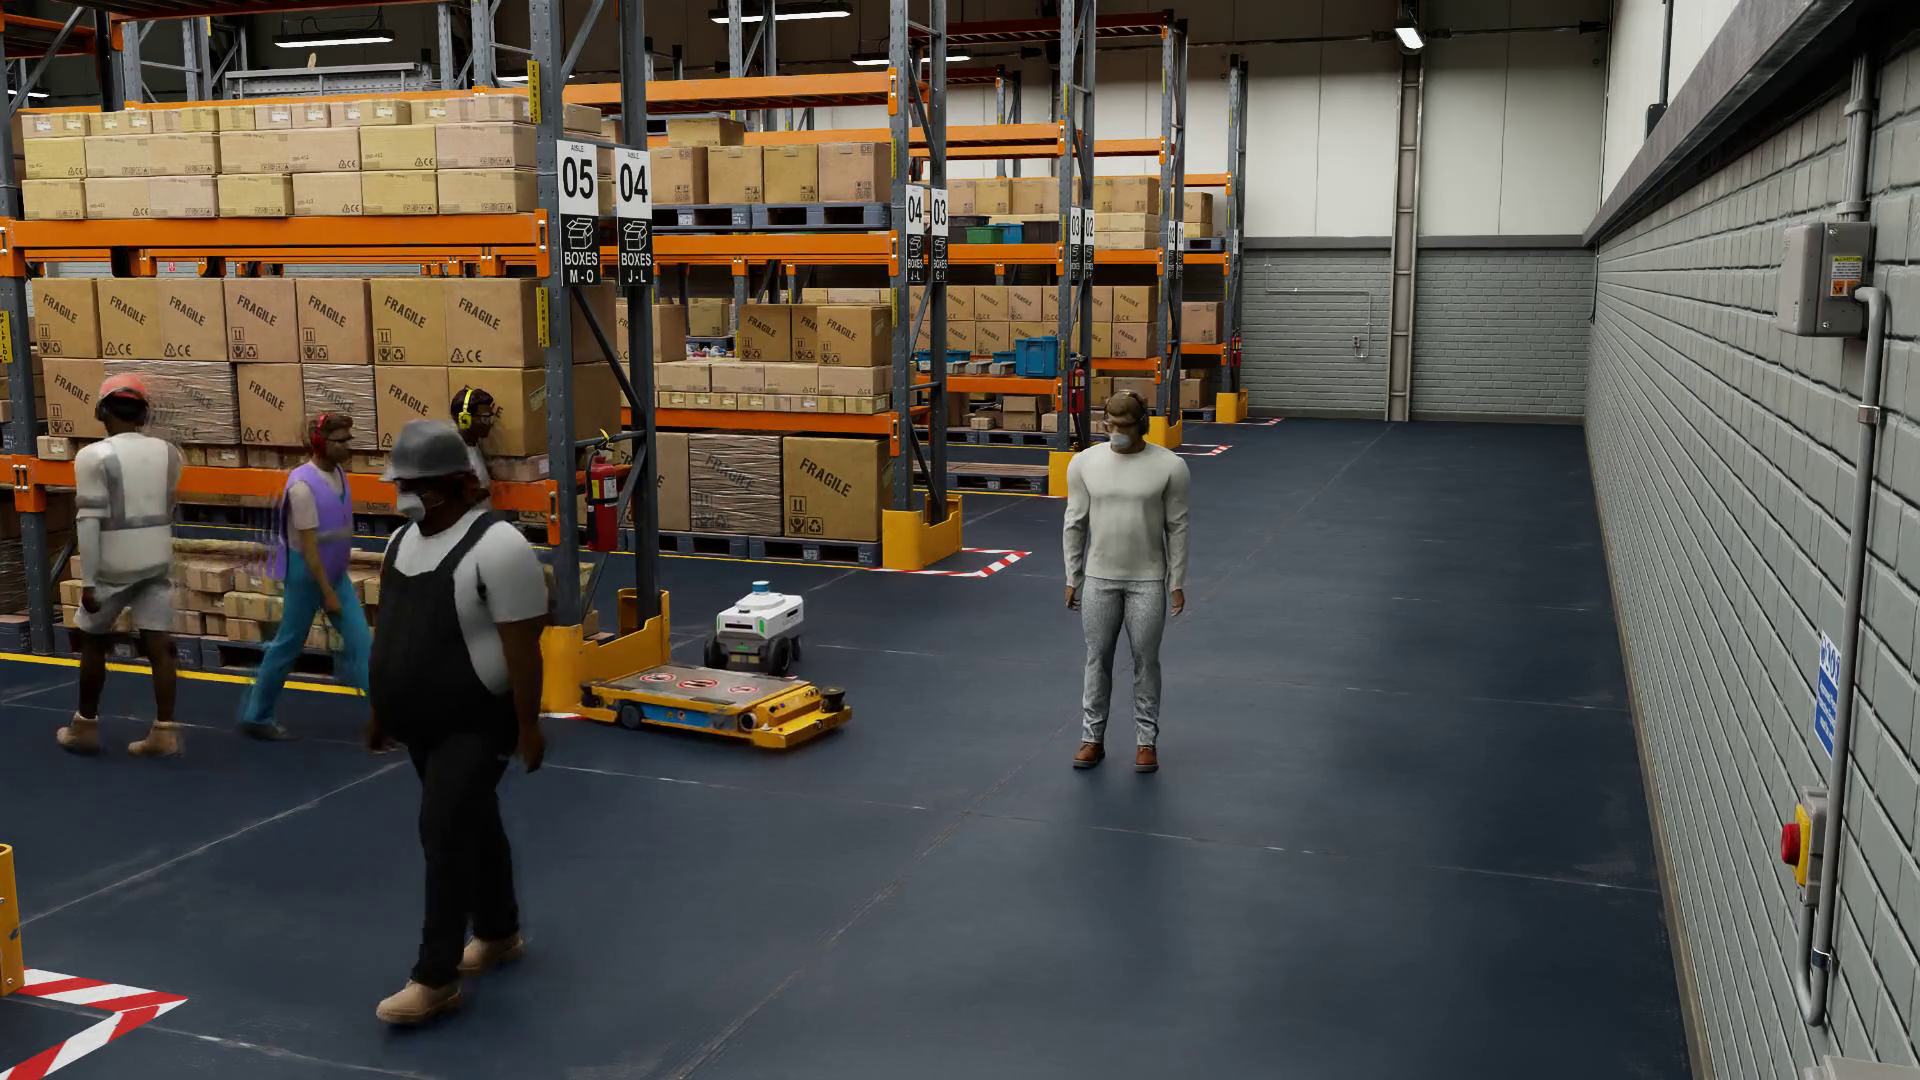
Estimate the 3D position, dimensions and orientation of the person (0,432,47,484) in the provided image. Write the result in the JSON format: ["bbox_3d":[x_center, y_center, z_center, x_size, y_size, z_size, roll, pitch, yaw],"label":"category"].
[{"bbox_3d":[-8.207,-0.790,14.423,0.392,1.985,0.609,7,11,36],"label":"person"}]

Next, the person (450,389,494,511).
[{"bbox_3d":[-2.766,0.074,9.438,0.333,1.860,0.509,1,9,4],"label":"person"}]

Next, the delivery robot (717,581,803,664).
[{"bbox_3d":[-1.256,0.504,10.506,0.477,0.478,0.707,3,10,16],"label":"delivery robot"}]

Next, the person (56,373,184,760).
[{"bbox_3d":[-4.377,0.137,8.644,0.878,1.981,0.646,5,10,28],"label":"person"}]

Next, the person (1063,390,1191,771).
[{"bbox_3d":[0.830,0.207,8.373,0.635,1.930,0.356,2,9,13],"label":"person"}]

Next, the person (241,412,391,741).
[{"bbox_3d":[-3.394,0.216,8.822,1.036,1.791,0.588,1,9,6],"label":"person"}]

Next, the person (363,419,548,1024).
[{"bbox_3d":[-1.832,0.584,5.677,0.711,2.000,0.854,7,12,38],"label":"person"}]

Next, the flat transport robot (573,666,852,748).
[{"bbox_3d":[-1.380,0.897,9.230,1.431,0.197,0.652,5,10,28],"label":"flat transport robot"}]
